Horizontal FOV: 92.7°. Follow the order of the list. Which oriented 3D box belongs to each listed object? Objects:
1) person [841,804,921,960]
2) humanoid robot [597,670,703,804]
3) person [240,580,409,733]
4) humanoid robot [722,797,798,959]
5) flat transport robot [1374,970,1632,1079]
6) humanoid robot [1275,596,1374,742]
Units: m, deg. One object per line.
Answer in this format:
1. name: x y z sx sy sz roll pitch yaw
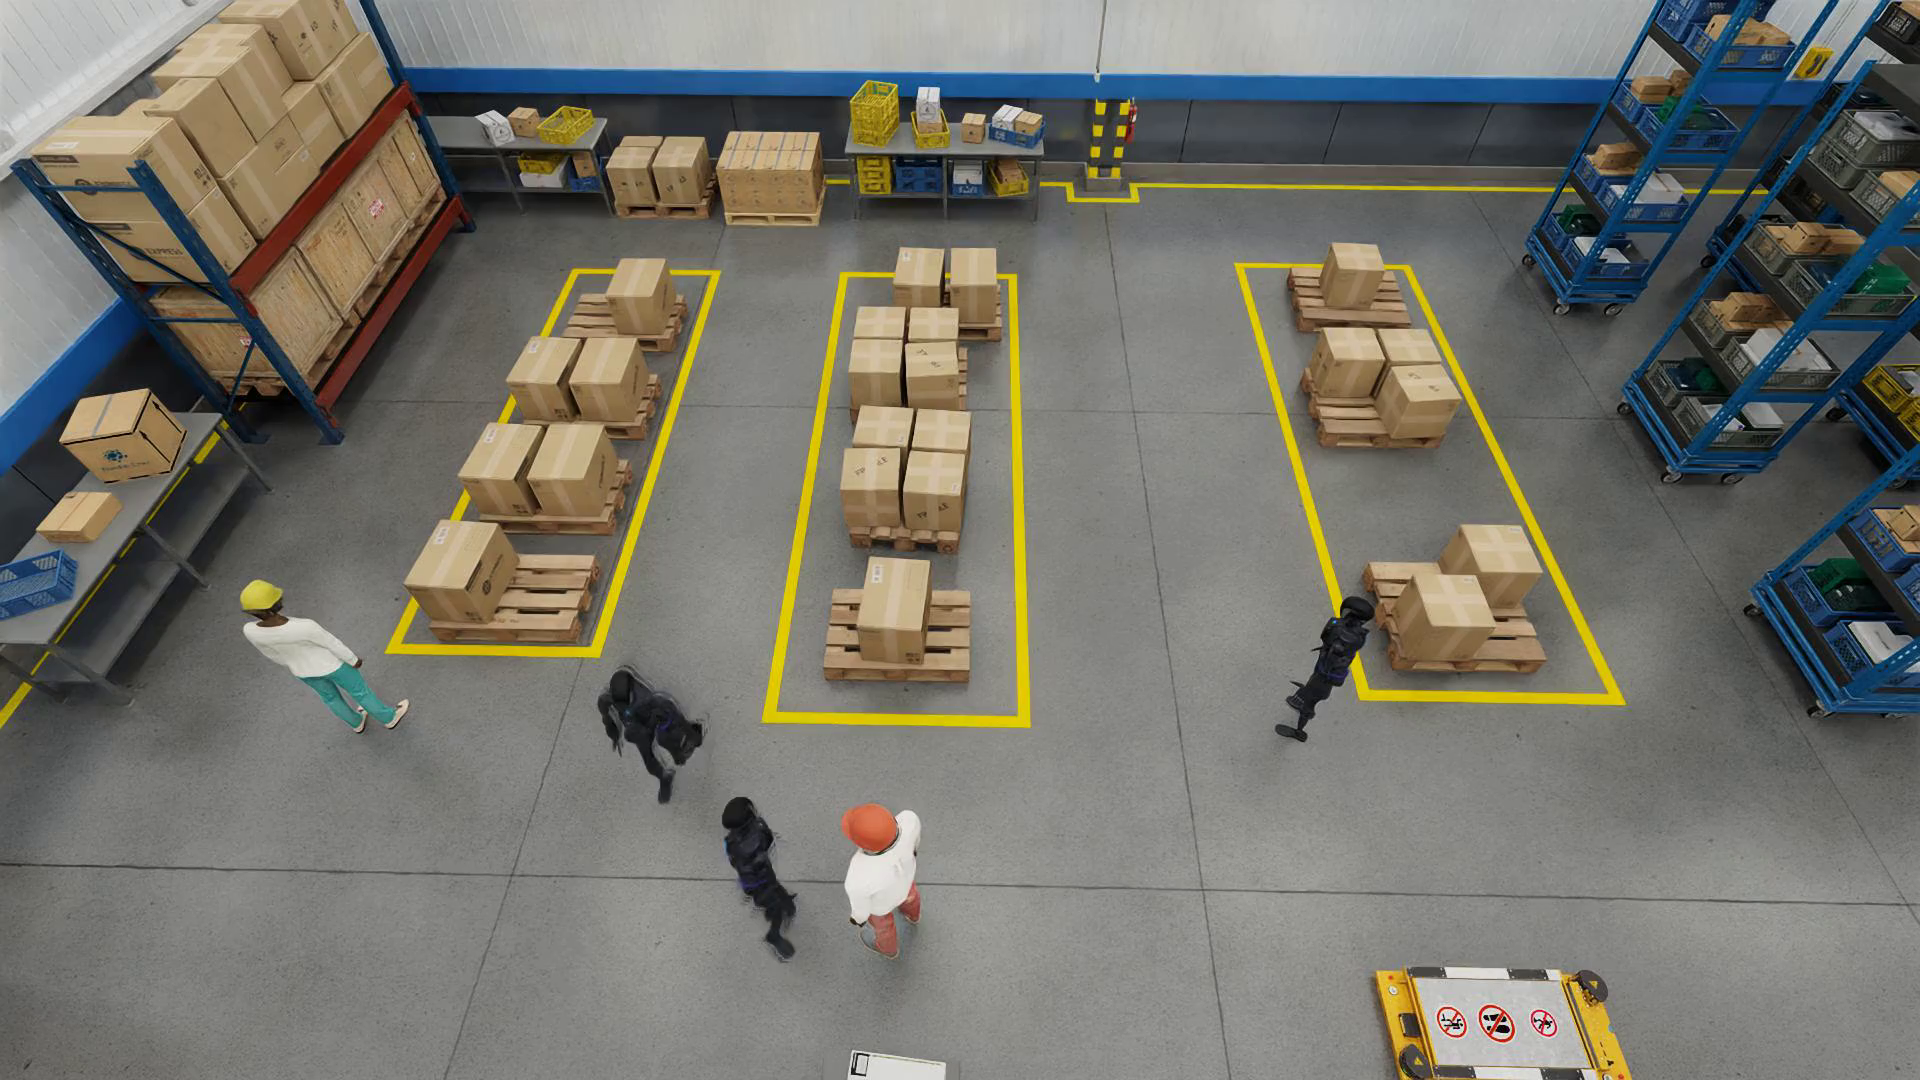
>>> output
1. person: -0.465 2.101 5.658 0.372 1.996 0.621 28 56 21
2. humanoid robot: -2.182 1.289 6.530 0.636 1.628 0.530 2 51 1
3. person: -4.736 0.897 6.793 0.522 1.760 0.320 -4 51 -3
4. humanoid robot: -1.264 2.122 5.861 0.365 1.639 0.661 -26 56 -20
5. flat transport robot: 3.501 3.133 5.914 1.431 0.197 0.652 1 51 1
6. humanoid robot: 2.695 0.944 6.799 0.326 1.657 0.592 26 55 19
